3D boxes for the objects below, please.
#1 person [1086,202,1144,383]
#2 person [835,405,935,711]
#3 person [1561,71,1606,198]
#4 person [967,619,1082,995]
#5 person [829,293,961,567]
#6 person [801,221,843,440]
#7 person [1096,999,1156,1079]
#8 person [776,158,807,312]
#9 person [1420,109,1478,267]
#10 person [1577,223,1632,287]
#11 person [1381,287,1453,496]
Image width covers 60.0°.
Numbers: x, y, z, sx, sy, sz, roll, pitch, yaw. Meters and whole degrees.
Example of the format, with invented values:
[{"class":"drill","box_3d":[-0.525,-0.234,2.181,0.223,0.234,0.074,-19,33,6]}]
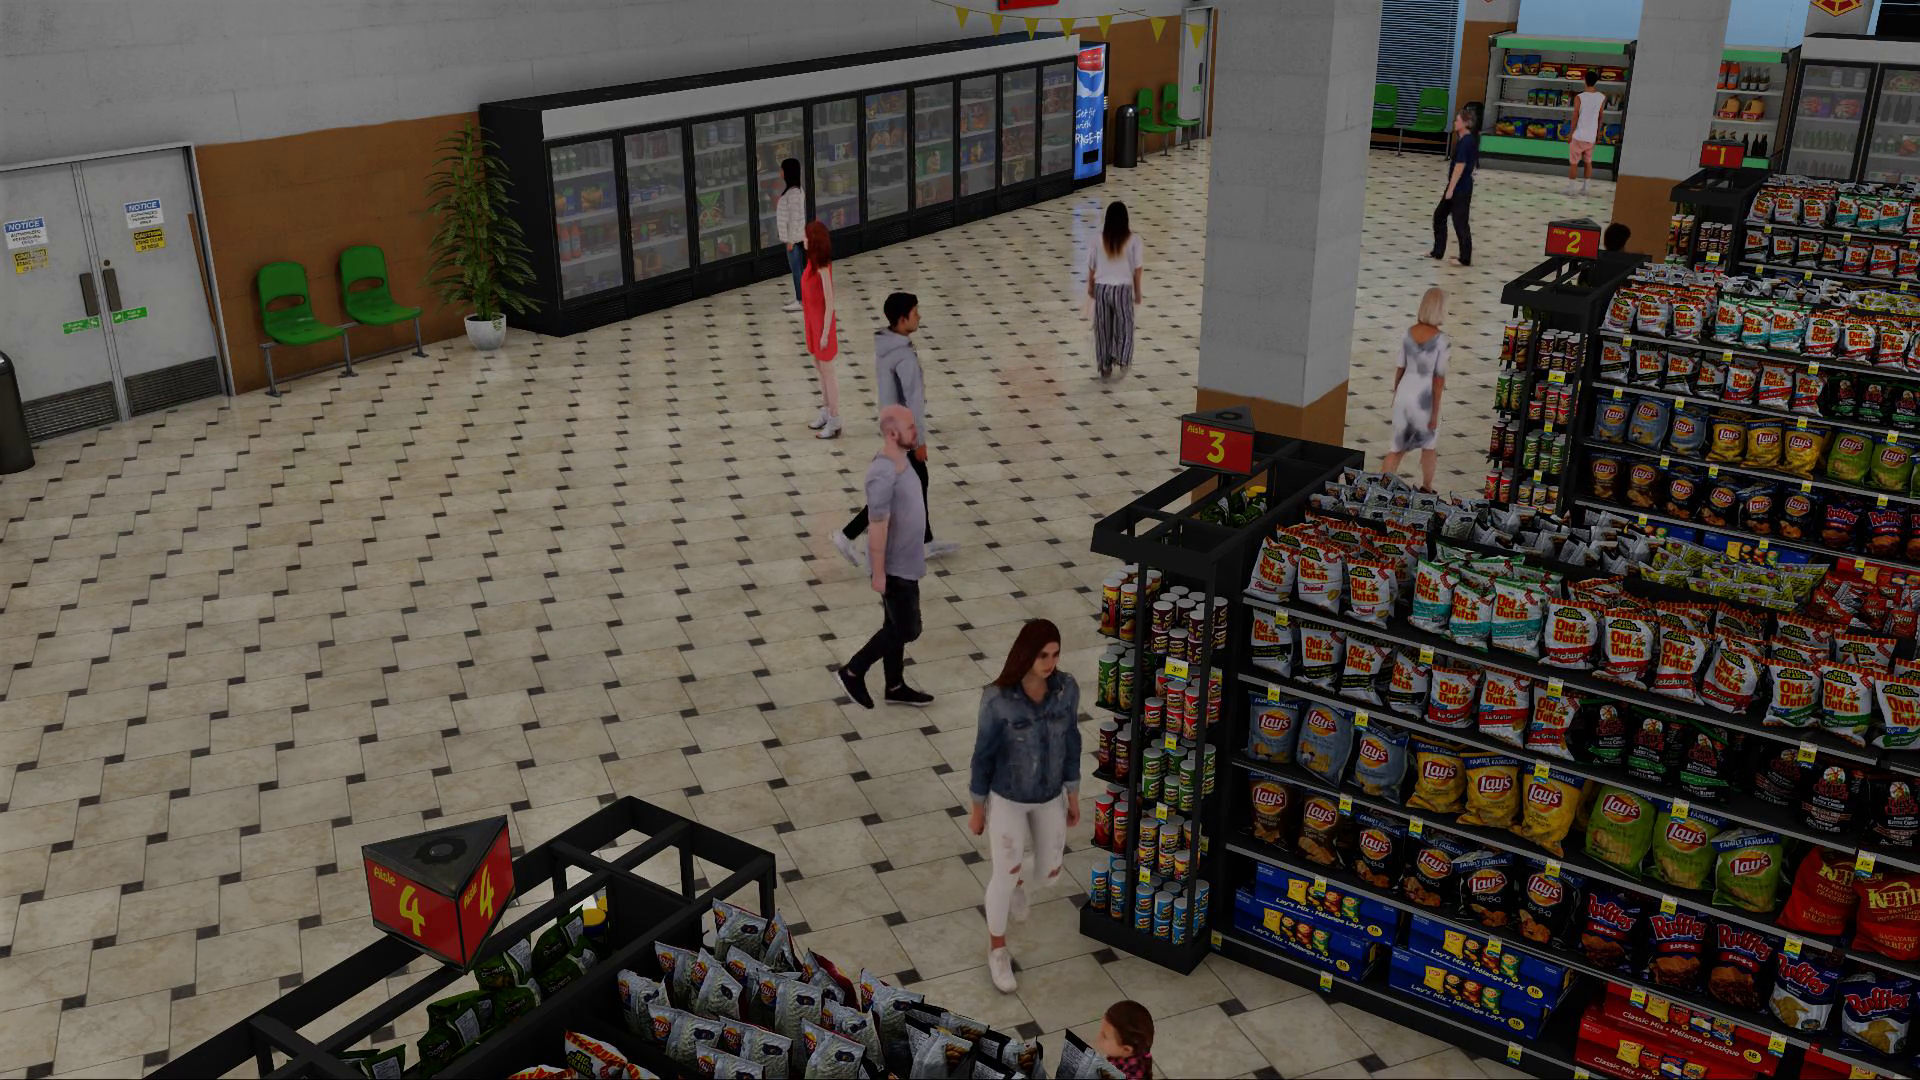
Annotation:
[{"class":"person","box_3d":[1.417,-2.291,15.497,0.972,1.657,0.959,5,22,12]},{"class":"person","box_3d":[-0.451,0.115,9.280,0.928,1.827,0.859,3,22,6]},{"class":"person","box_3d":[9.193,-5.978,24.497,0.721,1.788,0.790,-3,22,-7]},{"class":"person","box_3d":[0.263,1.070,7.093,0.875,1.686,0.962,-6,23,-15]},{"class":"person","box_3d":[-0.479,-0.705,11.221,1.204,1.901,1.233,-7,23,-17]},{"class":"person","box_3d":[-1.159,-1.768,13.968,0.738,1.826,0.652,-6,23,-15]},{"class":"person","box_3d":[0.596,2.017,5.634,0.624,1.016,0.544,3,22,8]},{"class":"person","box_3d":[-1.808,-3.328,18.102,0.737,1.637,0.708,-1,22,-1]},{"class":"person","box_3d":[6.118,-4.227,20.053,0.952,1.852,0.845,5,22,13]},{"class":"person","box_3d":[5.183,-1.586,13.453,1.019,1.872,0.924,7,23,17]},{"class":"person","box_3d":[3.275,-0.933,12.063,1.072,1.698,0.731,17,27,36]}]
